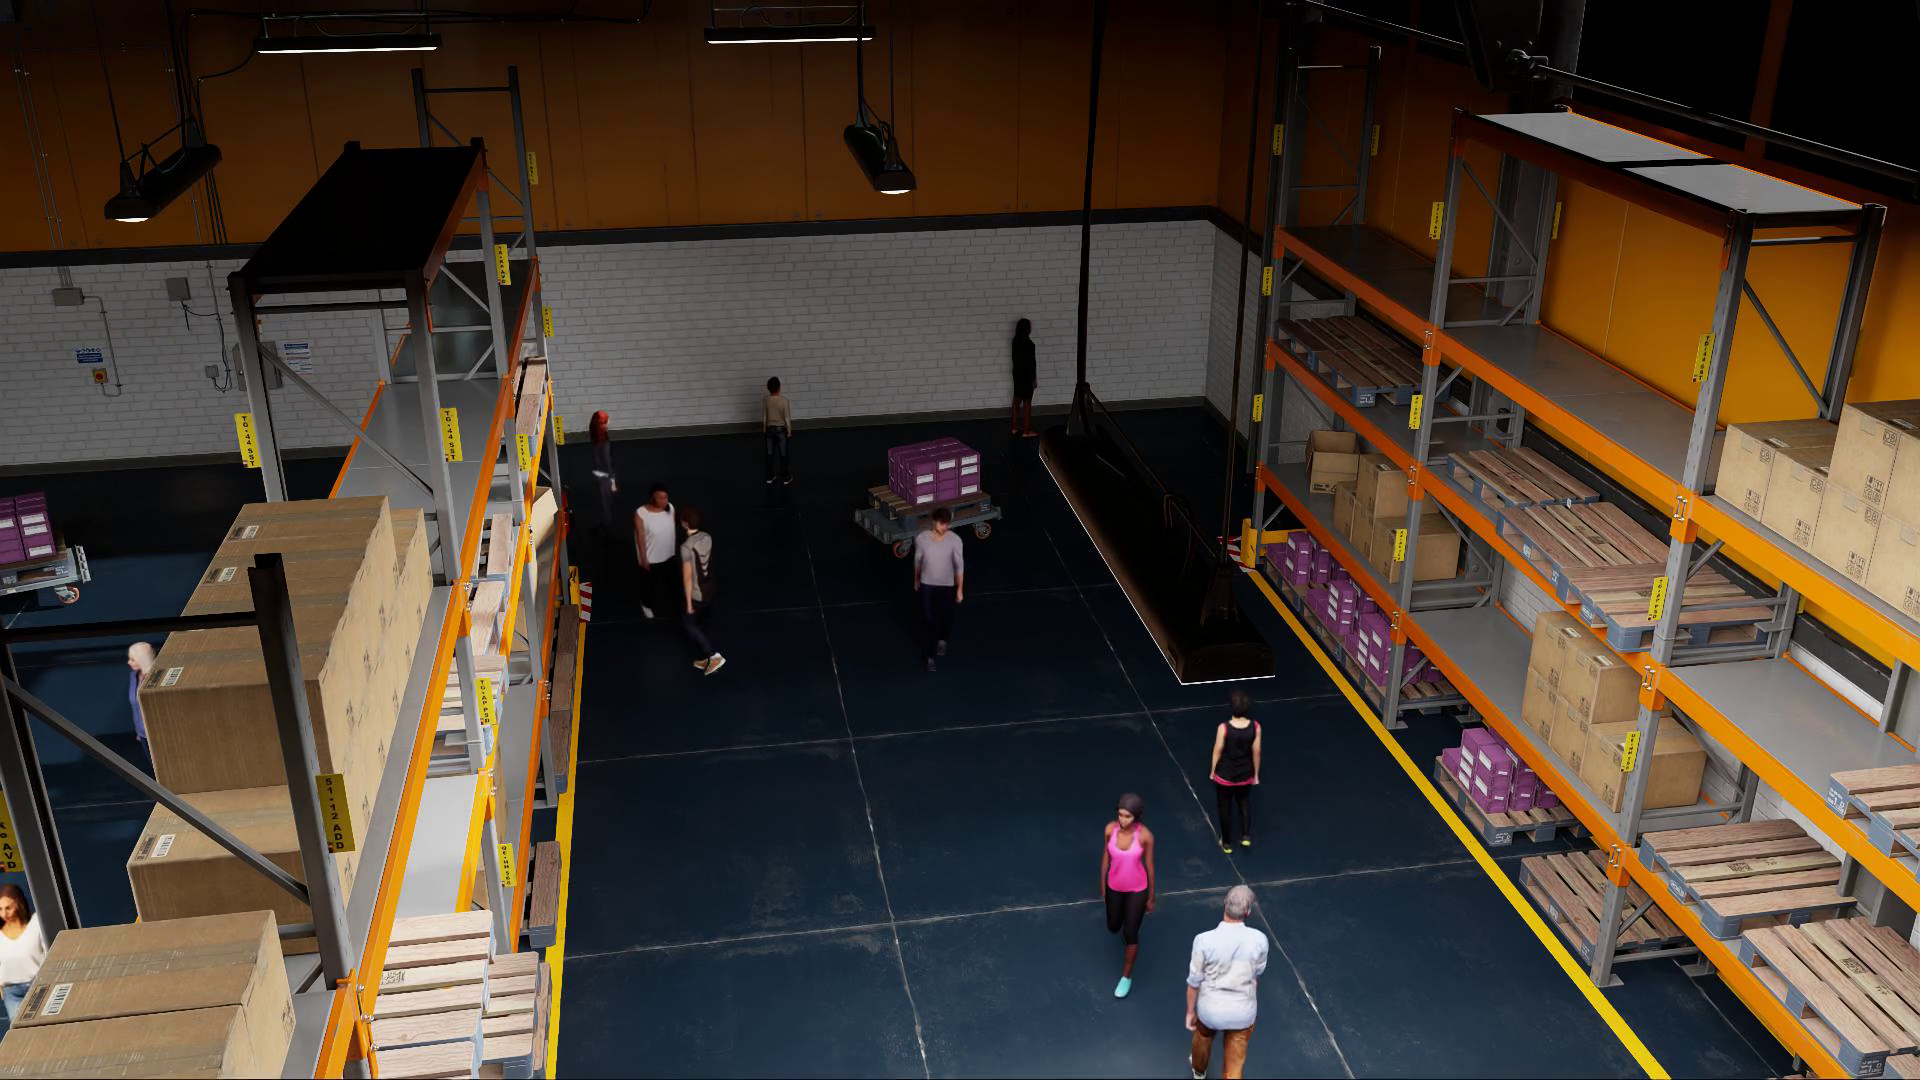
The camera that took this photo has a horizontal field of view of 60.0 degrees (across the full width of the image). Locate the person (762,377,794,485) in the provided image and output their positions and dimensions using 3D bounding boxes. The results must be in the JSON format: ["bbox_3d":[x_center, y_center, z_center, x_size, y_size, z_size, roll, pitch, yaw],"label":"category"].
[{"bbox_3d":[-2.460,-1.460,22.207,0.594,1.459,0.587,4,24,9],"label":"person"}]

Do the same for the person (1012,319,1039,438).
[{"bbox_3d":[0.916,-2.341,23.896,0.746,1.721,0.618,-18,29,-35],"label":"person"}]

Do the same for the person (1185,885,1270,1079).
[{"bbox_3d":[1.801,3.204,11.140,0.855,1.779,1.126,2,24,3],"label":"person"}]

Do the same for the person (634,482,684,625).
[{"bbox_3d":[-3.358,0.149,18.295,0.975,1.645,1.199,-16,28,-32],"label":"person"}]

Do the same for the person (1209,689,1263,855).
[{"bbox_3d":[2.357,2.011,14.162,0.539,1.544,0.555,-4,24,-9],"label":"person"}]

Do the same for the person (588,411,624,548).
[{"bbox_3d":[-4.376,-0.700,20.089,0.788,1.763,0.715,-16,28,-32],"label":"person"}]

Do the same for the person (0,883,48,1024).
[{"bbox_3d":[-6.439,3.061,11.610,0.661,1.664,0.885,-6,24,-12],"label":"person"}]

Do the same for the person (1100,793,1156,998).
[{"bbox_3d":[1.295,2.599,12.620,0.883,1.702,1.024,8,25,17],"label":"person"}]

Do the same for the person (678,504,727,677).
[{"bbox_3d":[-2.612,0.555,17.079,0.915,1.876,0.855,12,27,26],"label":"person"}]

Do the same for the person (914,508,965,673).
[{"bbox_3d":[-0.240,0.436,17.446,0.800,1.799,1.072,3,24,6],"label":"person"}]
